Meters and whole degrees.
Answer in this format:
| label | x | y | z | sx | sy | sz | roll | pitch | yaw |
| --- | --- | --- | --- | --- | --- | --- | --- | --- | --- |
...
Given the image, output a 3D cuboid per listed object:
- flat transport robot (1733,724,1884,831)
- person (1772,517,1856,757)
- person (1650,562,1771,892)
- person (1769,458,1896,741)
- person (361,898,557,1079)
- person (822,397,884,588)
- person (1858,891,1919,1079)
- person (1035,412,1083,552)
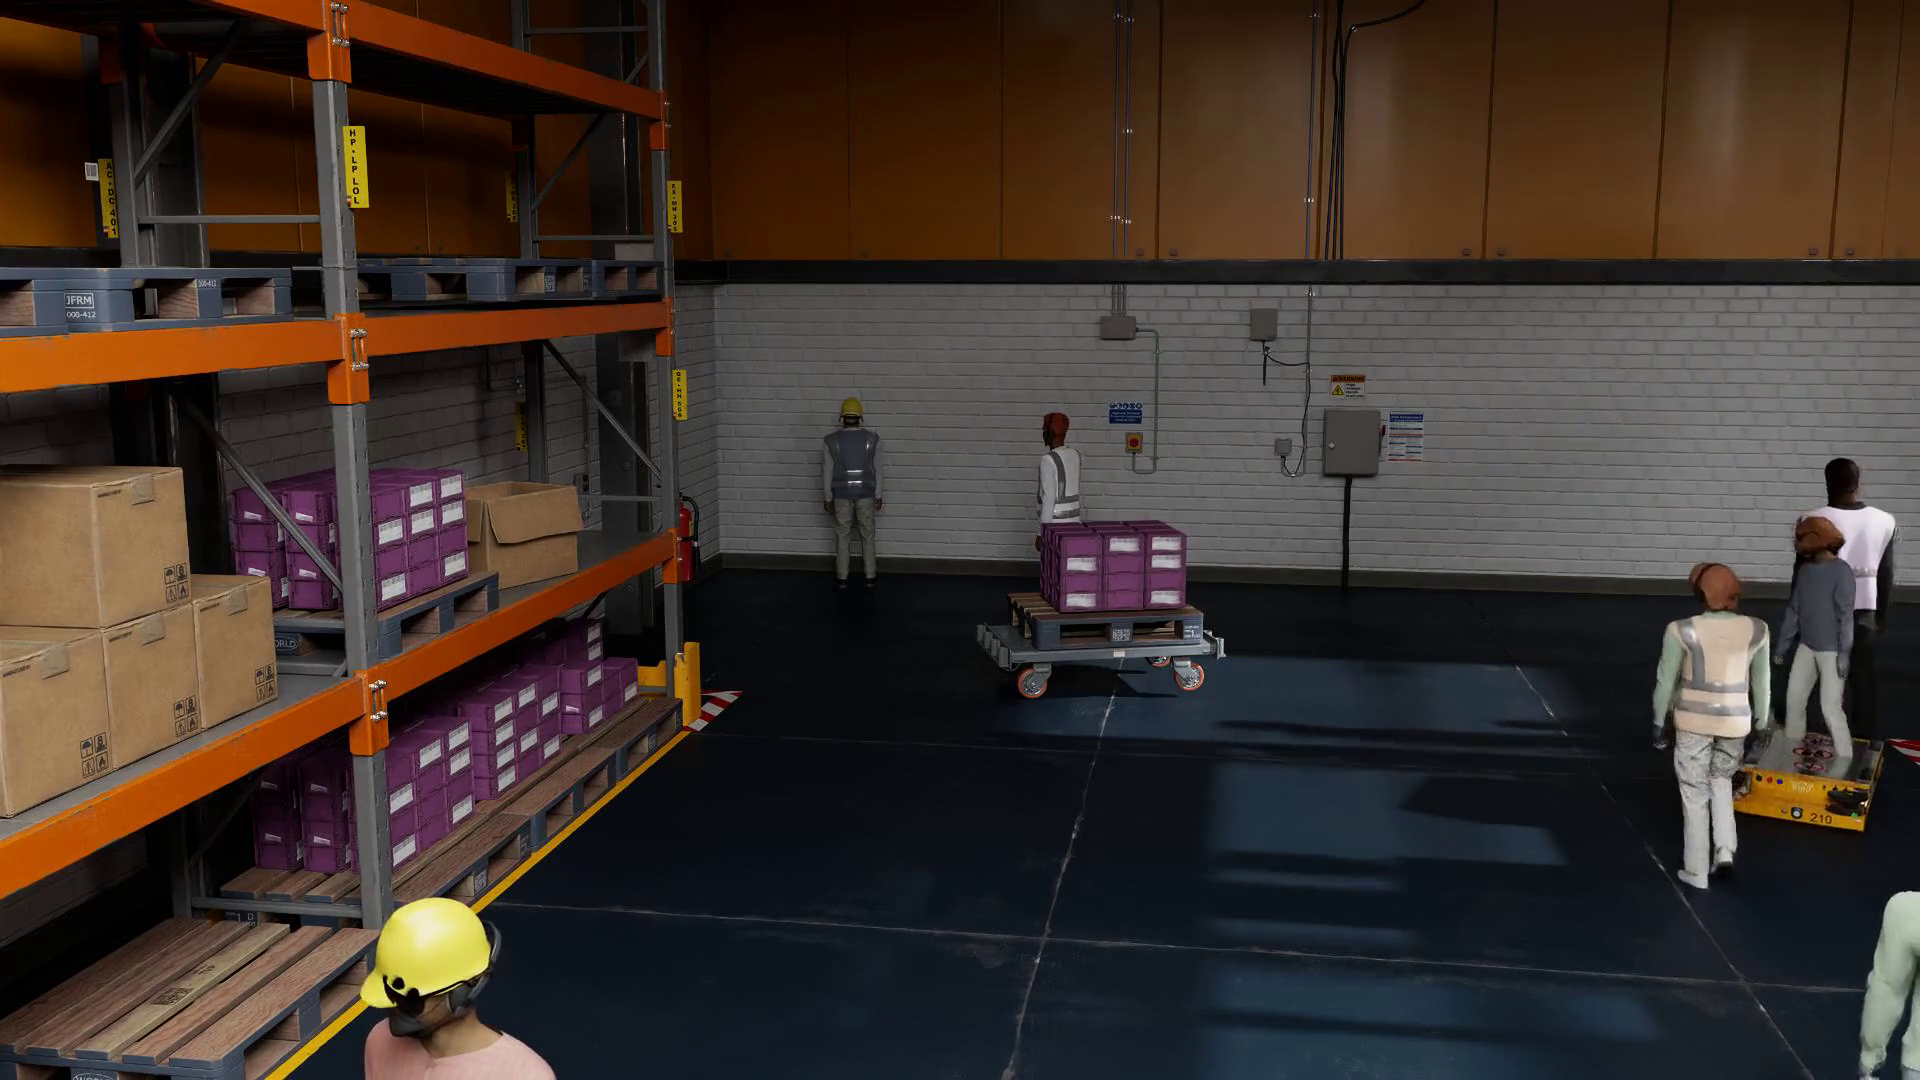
| label | x | y | z | sx | sy | sz | roll | pitch | yaw |
| --- | --- | --- | --- | --- | --- | --- | --- | --- | --- |
| flat transport robot | 4.933 | 1.347 | 9.631 | 0.652 | 0.197 | 1.431 | 6 | 11 | 32 |
| person | 5.067 | 0.664 | 9.786 | 0.311 | 1.589 | 0.562 | -2 | 9 | -9 |
| person | 3.655 | 0.912 | 8.138 | 0.541 | 1.620 | 0.386 | 0 | 9 | 1 |
| person | 5.477 | 0.412 | 10.459 | 0.660 | 1.865 | 0.978 | 0 | 9 | 2 |
| person | -1.069 | 1.593 | 3.536 | 0.523 | 1.763 | 0.329 | 4 | 10 | 24 |
| person | -1.023 | -0.450 | 15.905 | 0.588 | 1.835 | 0.403 | -1 | 9 | -8 |
| person | 2.812 | 1.496 | 4.653 | 0.513 | 1.590 | 0.846 | 4 | 10 | 22 |
| person | 0.804 | -0.104 | 13.620 | 0.339 | 1.882 | 0.581 | 6 | 11 | 32 |
